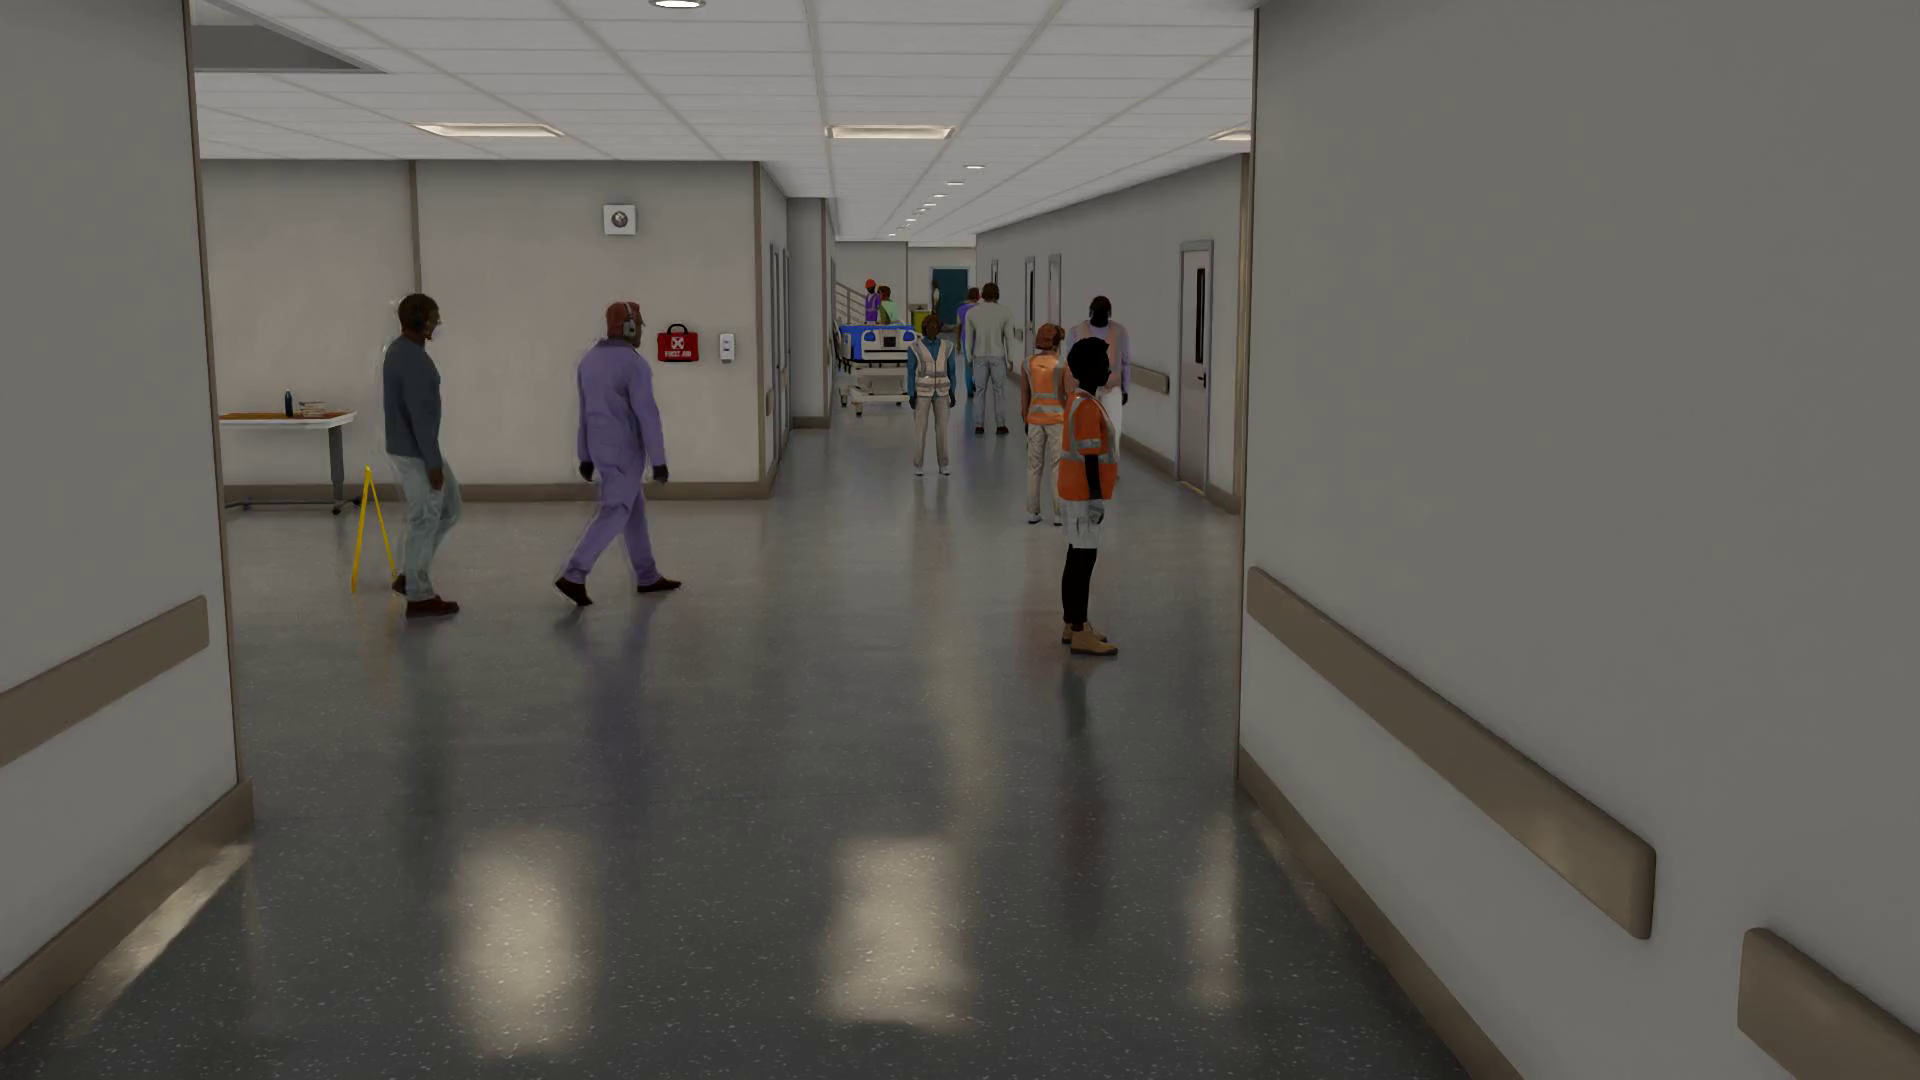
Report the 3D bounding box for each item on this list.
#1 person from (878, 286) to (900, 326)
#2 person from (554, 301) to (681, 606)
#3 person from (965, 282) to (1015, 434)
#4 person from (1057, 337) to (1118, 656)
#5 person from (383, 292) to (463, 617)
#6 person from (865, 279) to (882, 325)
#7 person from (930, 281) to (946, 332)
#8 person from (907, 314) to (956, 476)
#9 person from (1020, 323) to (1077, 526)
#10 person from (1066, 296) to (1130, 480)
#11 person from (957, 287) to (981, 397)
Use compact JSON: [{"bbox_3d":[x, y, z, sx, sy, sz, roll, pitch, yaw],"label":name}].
[{"bbox_3d":[-1.309,-3.769,30.700,0.405,1.832,0.578,4,10,24],"label":"person"},{"bbox_3d":[-2.148,-0.538,10.289,0.926,1.872,0.653,-8,12,-41],"label":"person"},{"bbox_3d":[0.382,-2.310,21.177,0.636,1.938,0.358,1,9,9],"label":"person"},{"bbox_3d":[0.684,-0.236,8.921,0.318,1.697,0.534,-1,9,-4],"label":"person"},{"bbox_3d":[-3.156,-0.496,9.828,0.452,1.923,0.637,-4,10,-23],"label":"person"},{"bbox_3d":[-2.118,-5.288,39.912,0.372,1.928,0.543,-8,12,-42],"label":"person"},{"bbox_3d":[-0.837,-8.067,57.673,0.631,1.823,0.543,1,9,6],"label":"person"},{"bbox_3d":[-0.289,-1.461,16.821,0.509,1.629,0.315,-3,9,-17],"label":"person"},{"bbox_3d":[0.722,-0.933,13.474,0.514,1.639,0.310,6,11,33],"label":"person"},{"bbox_3d":[1.352,-1.467,16.269,0.645,1.824,0.549,0,9,-1],"label":"person"},{"bbox_3d":[0.220,-3.263,27.500,0.605,1.826,0.444,2,9,14],"label":"person"}]
